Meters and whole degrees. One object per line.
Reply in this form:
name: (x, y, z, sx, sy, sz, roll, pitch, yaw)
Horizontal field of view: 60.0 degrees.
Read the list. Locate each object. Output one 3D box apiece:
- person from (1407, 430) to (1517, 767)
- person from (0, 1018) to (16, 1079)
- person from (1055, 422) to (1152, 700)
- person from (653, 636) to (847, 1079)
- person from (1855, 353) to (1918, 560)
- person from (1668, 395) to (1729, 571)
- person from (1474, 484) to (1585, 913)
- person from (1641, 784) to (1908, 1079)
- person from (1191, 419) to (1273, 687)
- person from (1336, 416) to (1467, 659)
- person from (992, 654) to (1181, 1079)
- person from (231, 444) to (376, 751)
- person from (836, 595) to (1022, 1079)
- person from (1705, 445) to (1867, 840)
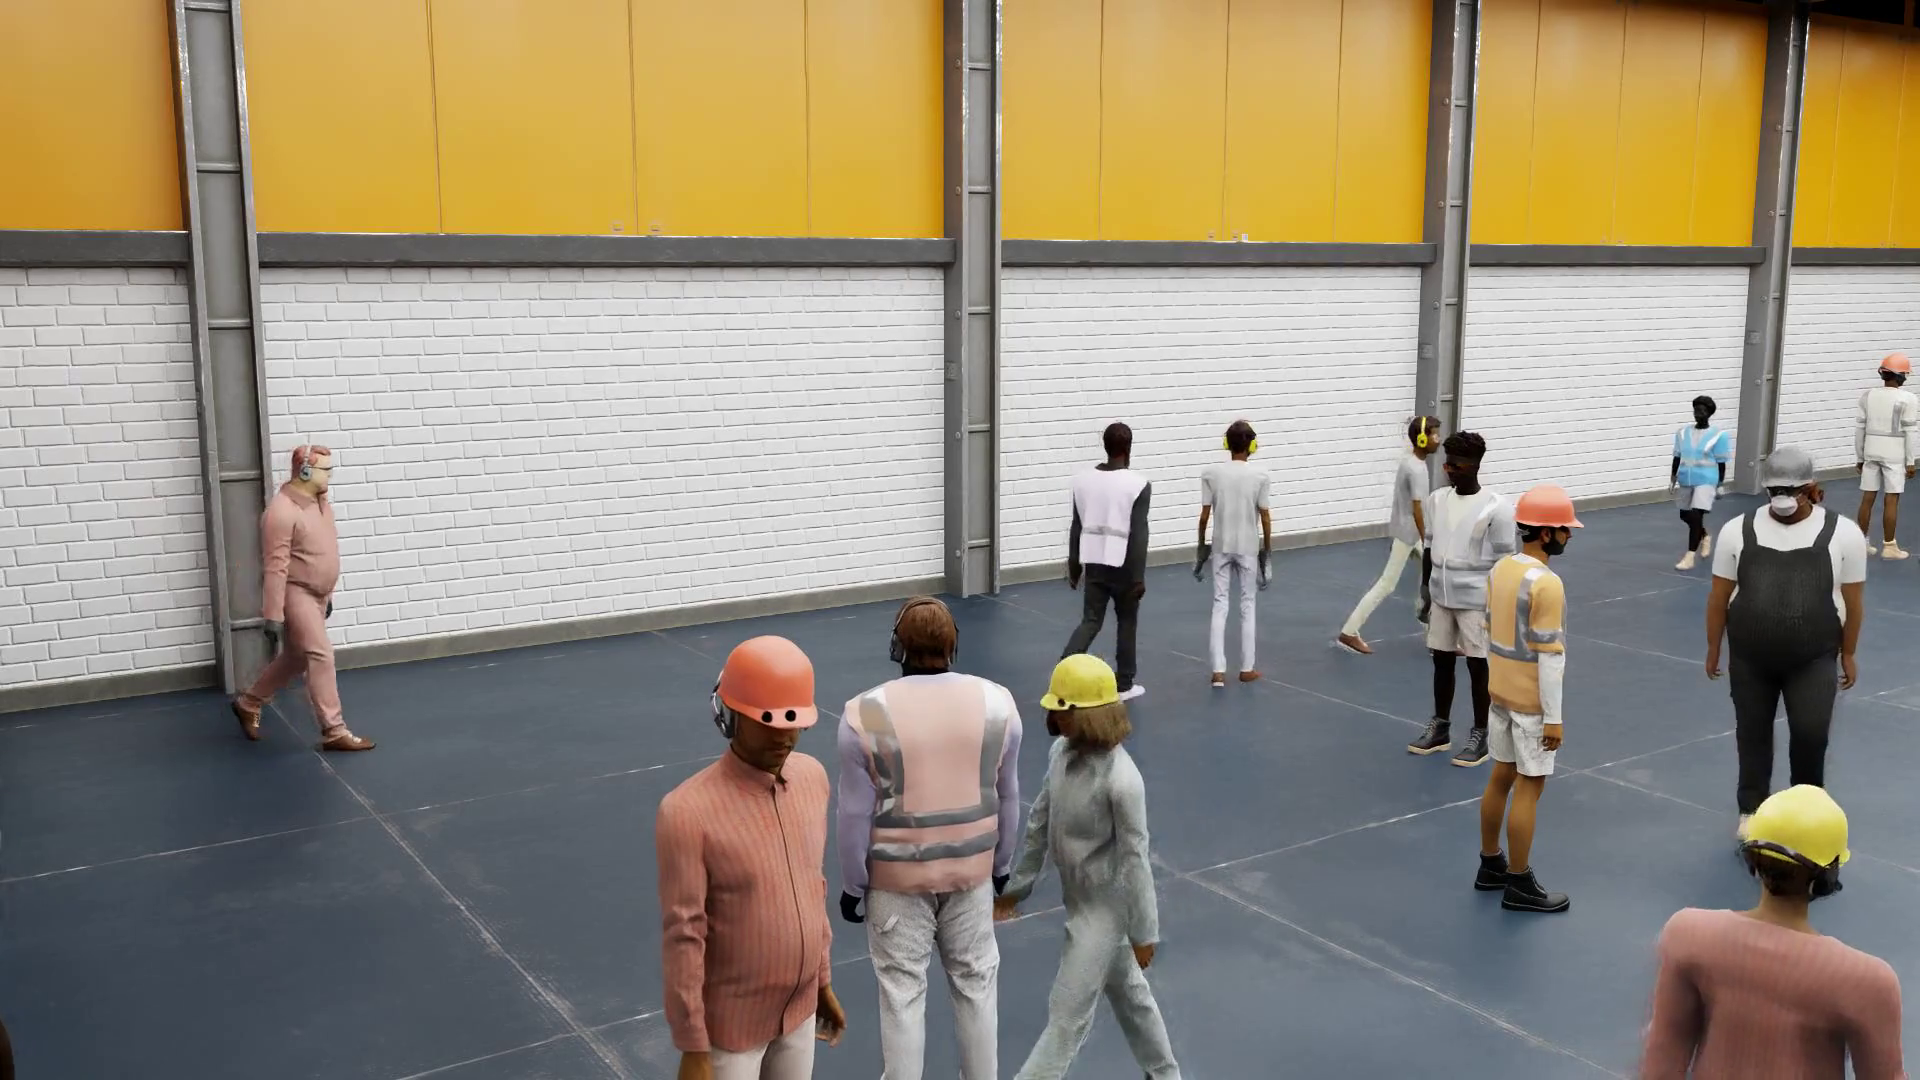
person: (2.931, 0.334, 9.716, 0.361, 1.963, 0.612, -7, 12, -35)
person: (-3.361, 1.223, 5.260, 0.691, 1.675, 0.545, -9, 13, -44)
person: (0.926, 0.175, 10.951, 0.591, 1.889, 0.801, 7, 12, 36)
person: (-0.516, 1.219, 4.320, 0.392, 1.988, 0.609, 6, 11, 34)
person: (9.169, -0.824, 16.458, 0.385, 2.045, 0.605, -5, 11, -27)
person: (7.137, -0.570, 16.018, 0.759, 1.674, 0.534, -7, 12, -36)
person: (2.596, 0.708, 7.551, 0.368, 1.935, 0.552, -1, 10, -9)
person: (1.925, 1.420, 3.937, 0.919, 1.715, 0.544, -9, 13, -42)
person: (1.877, 0.109, 11.529, 0.584, 1.858, 0.616, 3, 10, 19)
person: (3.304, -0.018, 12.313, 1.004, 1.821, 0.517, 3, 10, 20)
person: (0.351, 1.192, 5.368, 0.962, 1.687, 0.499, -3, 10, -19)
person: (-4.019, 0.347, 9.981, 0.898, 1.865, 0.687, 0, 9, 2)
person: (-0.112, 1.096, 5.506, 0.623, 1.844, 0.430, -3, 10, -18)
person: (4.112, 0.523, 8.357, 0.709, 2.000, 0.536, 6, 11, 34)
